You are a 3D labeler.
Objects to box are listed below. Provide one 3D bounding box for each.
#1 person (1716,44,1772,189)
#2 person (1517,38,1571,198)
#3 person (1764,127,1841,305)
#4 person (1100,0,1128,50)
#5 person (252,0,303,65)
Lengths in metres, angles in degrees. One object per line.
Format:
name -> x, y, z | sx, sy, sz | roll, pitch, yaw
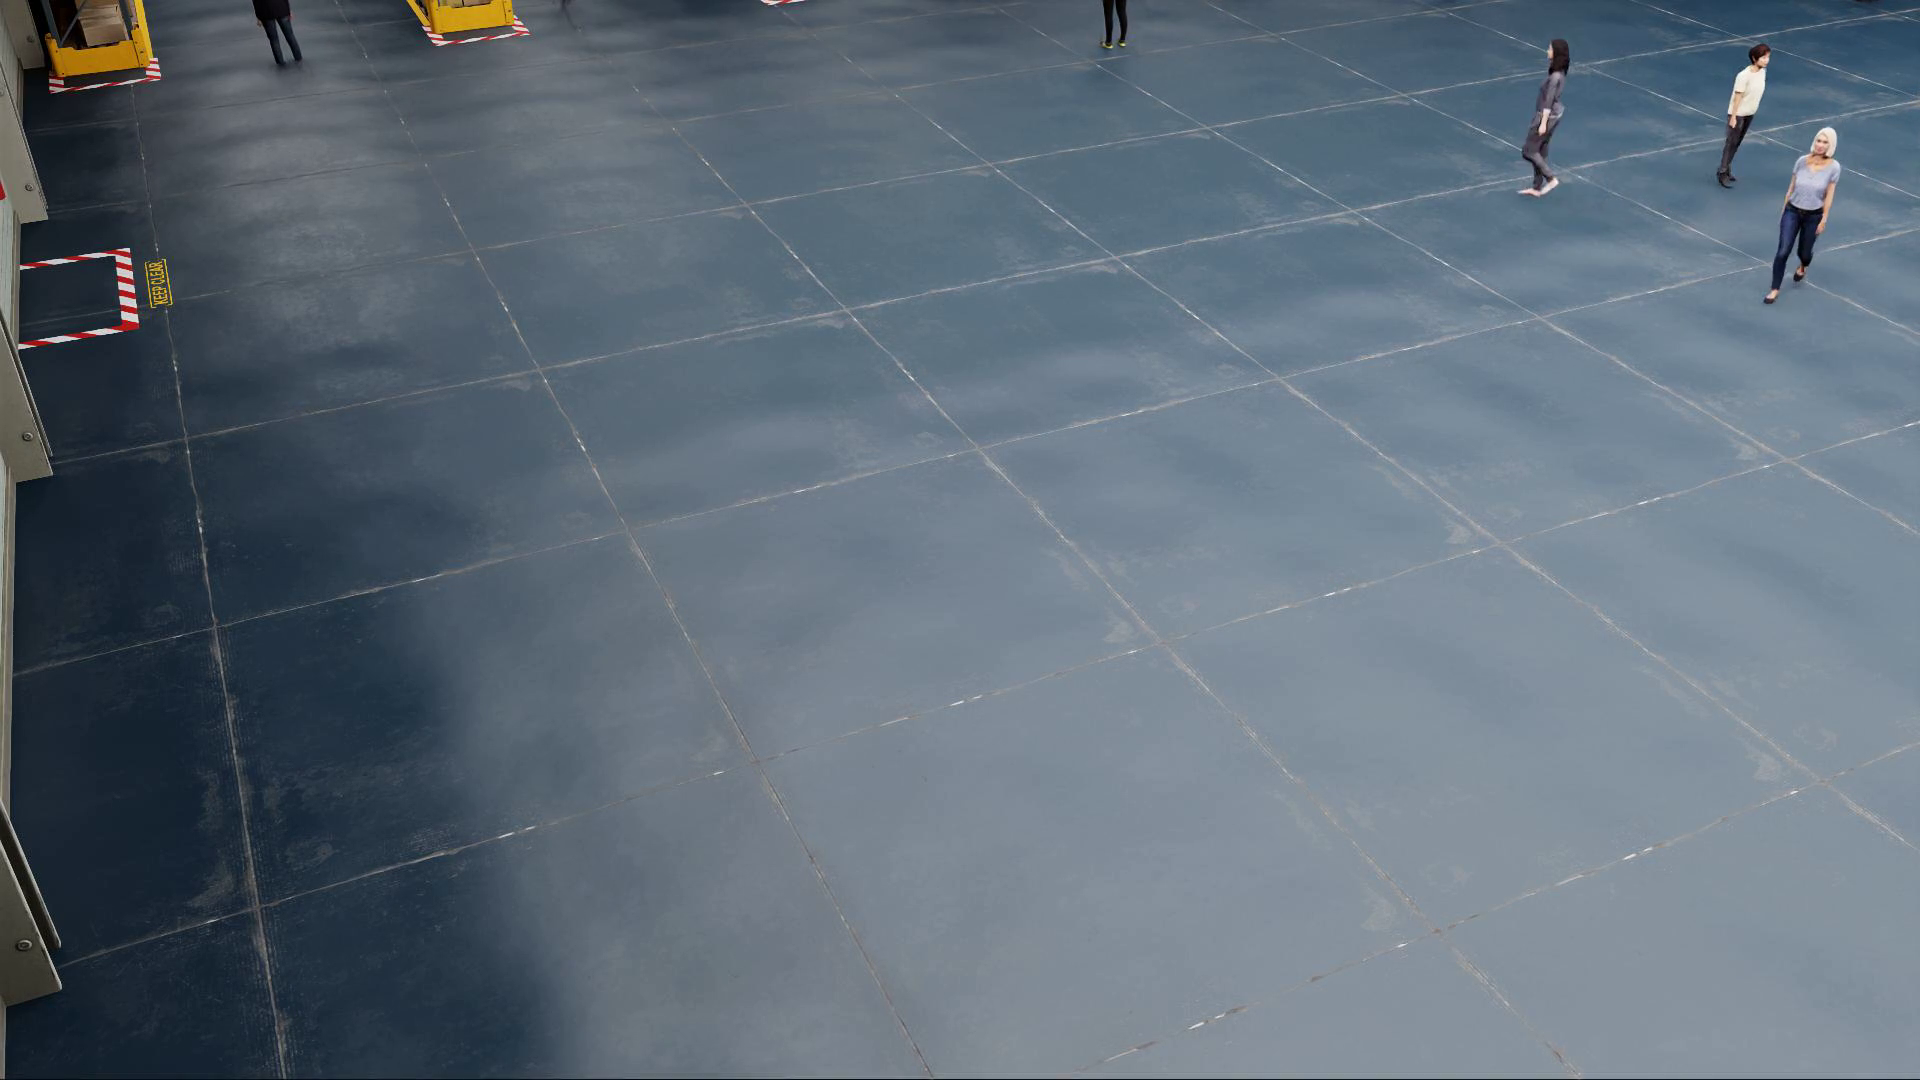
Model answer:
person -> 8.748, -4.779, 18.633 | 0.631, 1.582, 0.625 | -23, 39, -31
person -> 6.497, -4.559, 18.143 | 0.841, 1.748, 0.783 | 14, 36, 21
person -> 8.137, -3.135, 15.993 | 0.969, 1.704, 0.883 | 25, 41, 33
person -> 2.156, -7.617, 23.025 | 0.529, 1.552, 0.490 | -14, 36, -21
person -> -9.258, -7.139, 22.574 | 0.783, 1.781, 0.657 | -22, 39, -30
